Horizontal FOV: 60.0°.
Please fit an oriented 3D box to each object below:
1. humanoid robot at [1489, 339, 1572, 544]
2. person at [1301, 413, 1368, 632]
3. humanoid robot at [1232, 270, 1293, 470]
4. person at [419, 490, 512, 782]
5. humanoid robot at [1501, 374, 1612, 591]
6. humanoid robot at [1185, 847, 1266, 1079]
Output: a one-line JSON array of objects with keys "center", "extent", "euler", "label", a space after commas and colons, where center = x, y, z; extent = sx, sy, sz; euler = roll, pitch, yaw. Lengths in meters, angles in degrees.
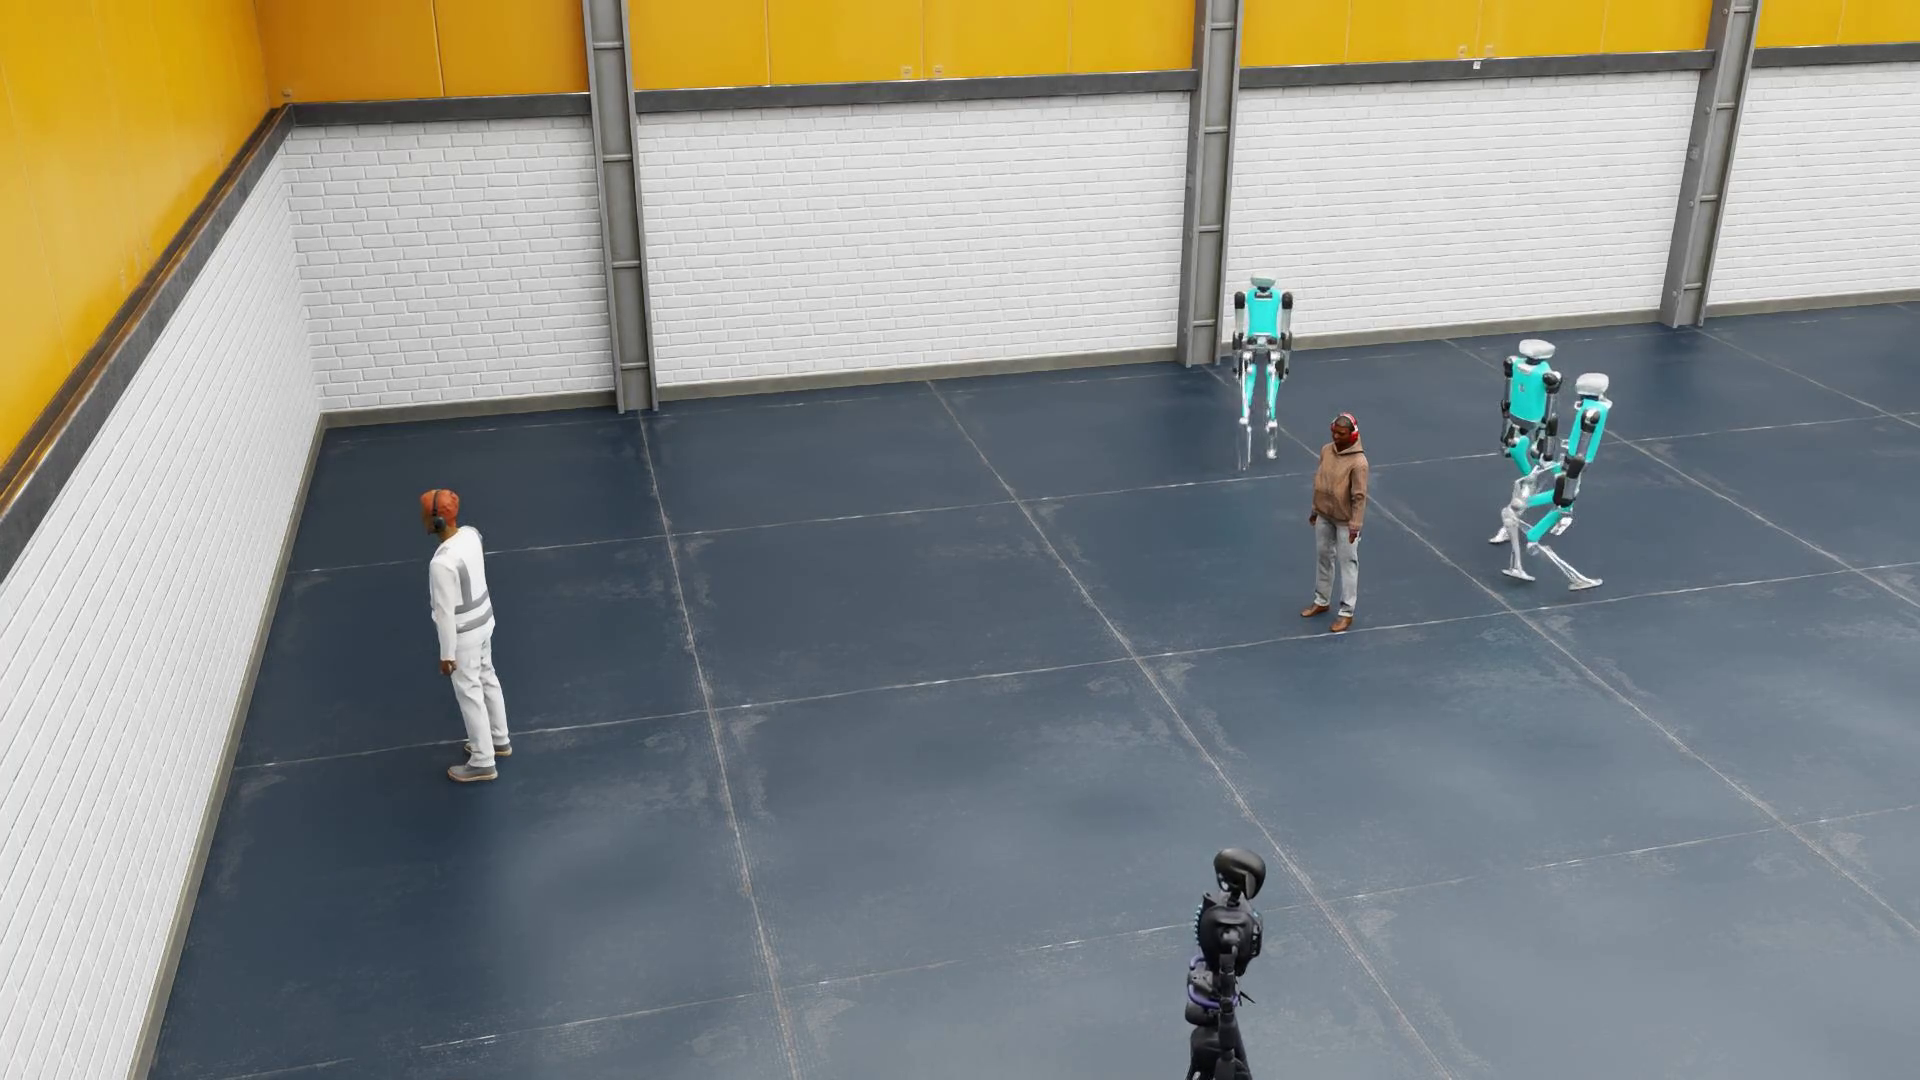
[{"center": [4.759, -0.802, 13.396], "extent": [0.952, 1.768, 0.545], "euler": [-13, 27, -27], "label": "humanoid robot"}, {"center": [2.730, -0.148, 11.987], "extent": [0.308, 1.647, 0.464], "euler": [-16, 28, -32], "label": "person"}, {"center": [2.687, -1.443, 14.927], "extent": [0.555, 1.843, 0.842], "euler": [4, 24, 9], "label": "humanoid robot"}, {"center": [-3.005, 0.569, 10.081], "extent": [0.350, 1.876, 0.571], "euler": [1, 24, 3], "label": "person"}, {"center": [4.442, -0.427, 12.484], "extent": [0.974, 1.731, 0.532], "euler": [11, 26, 23], "label": "humanoid robot"}, {"center": [1.109, 2.011, 7.109], "extent": [0.794, 1.623, 0.611], "euler": [4, 24, 8], "label": "humanoid robot"}]
